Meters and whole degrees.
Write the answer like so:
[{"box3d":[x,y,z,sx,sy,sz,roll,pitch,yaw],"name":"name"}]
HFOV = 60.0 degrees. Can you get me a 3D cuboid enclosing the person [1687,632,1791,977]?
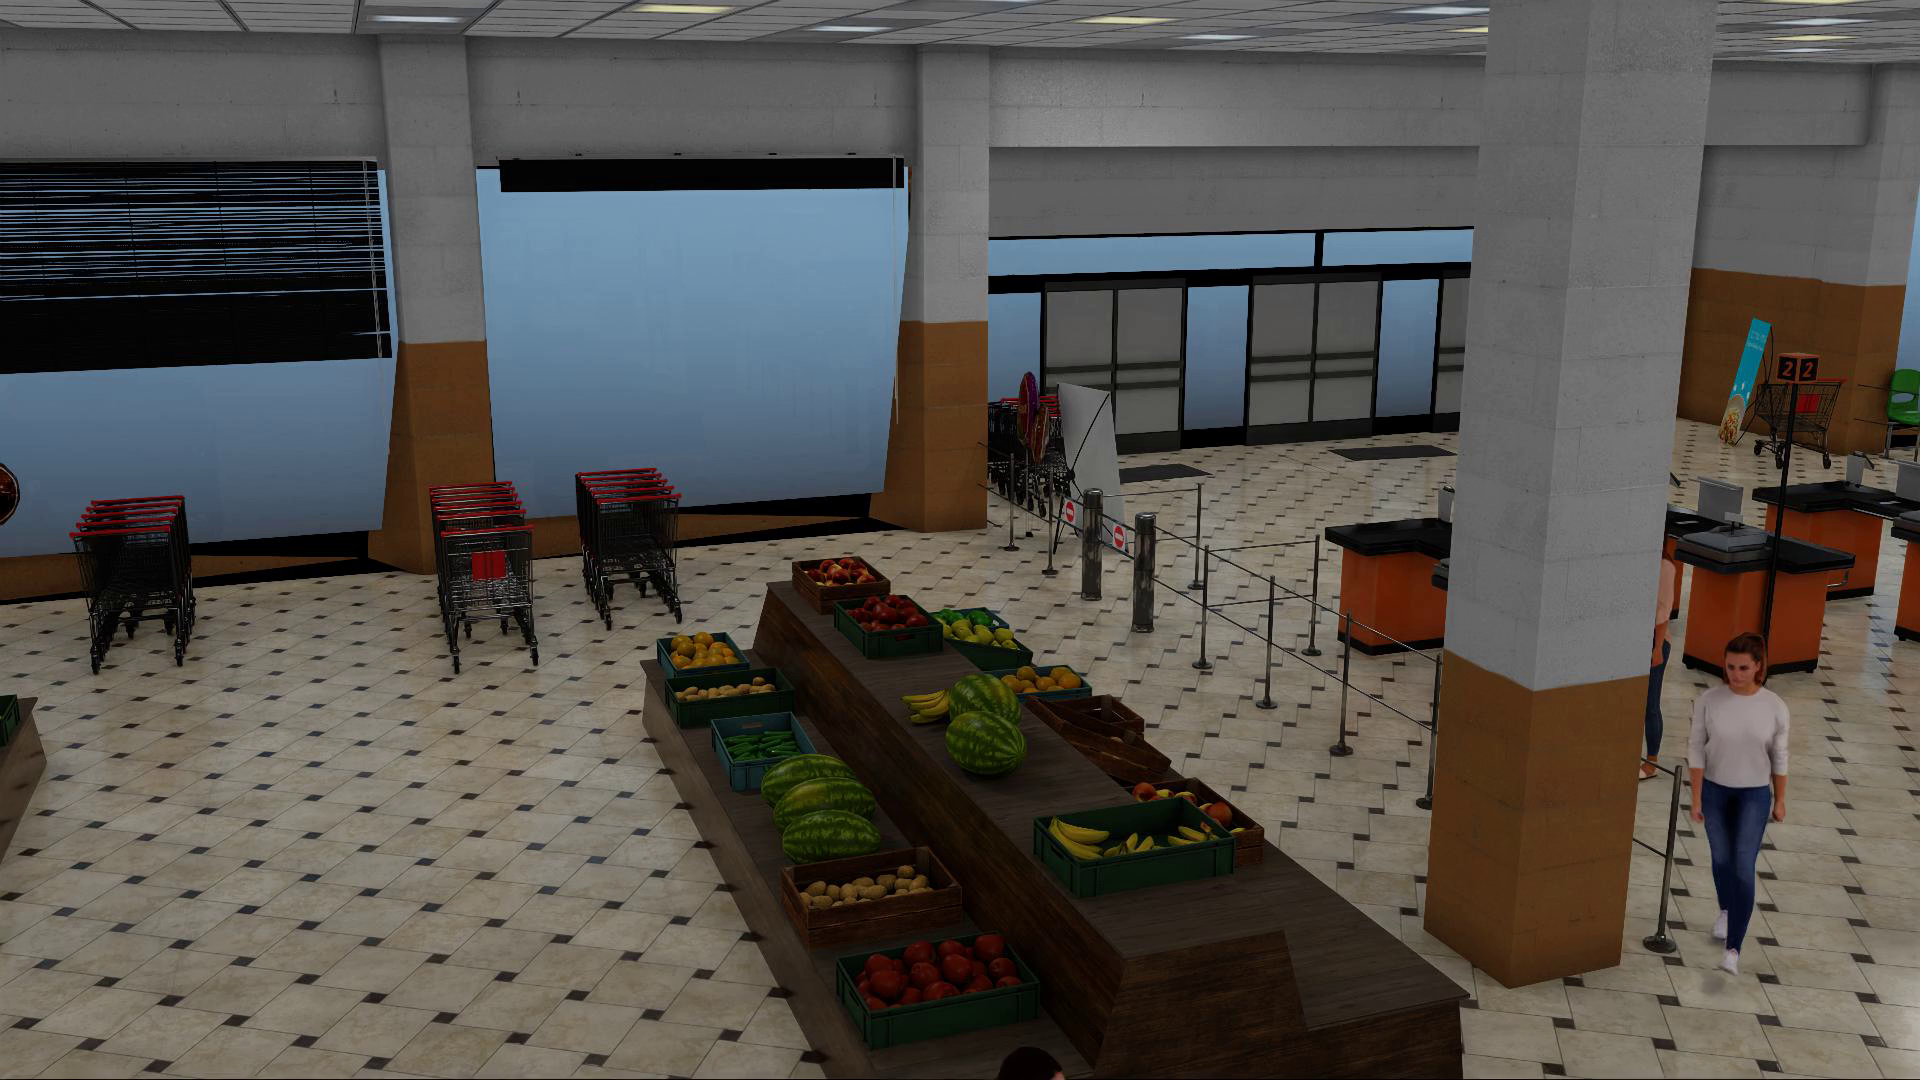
[{"box3d":[3.961,1.289,8.498,1.068,1.690,1.048,9,16,32],"name":"person"}]
